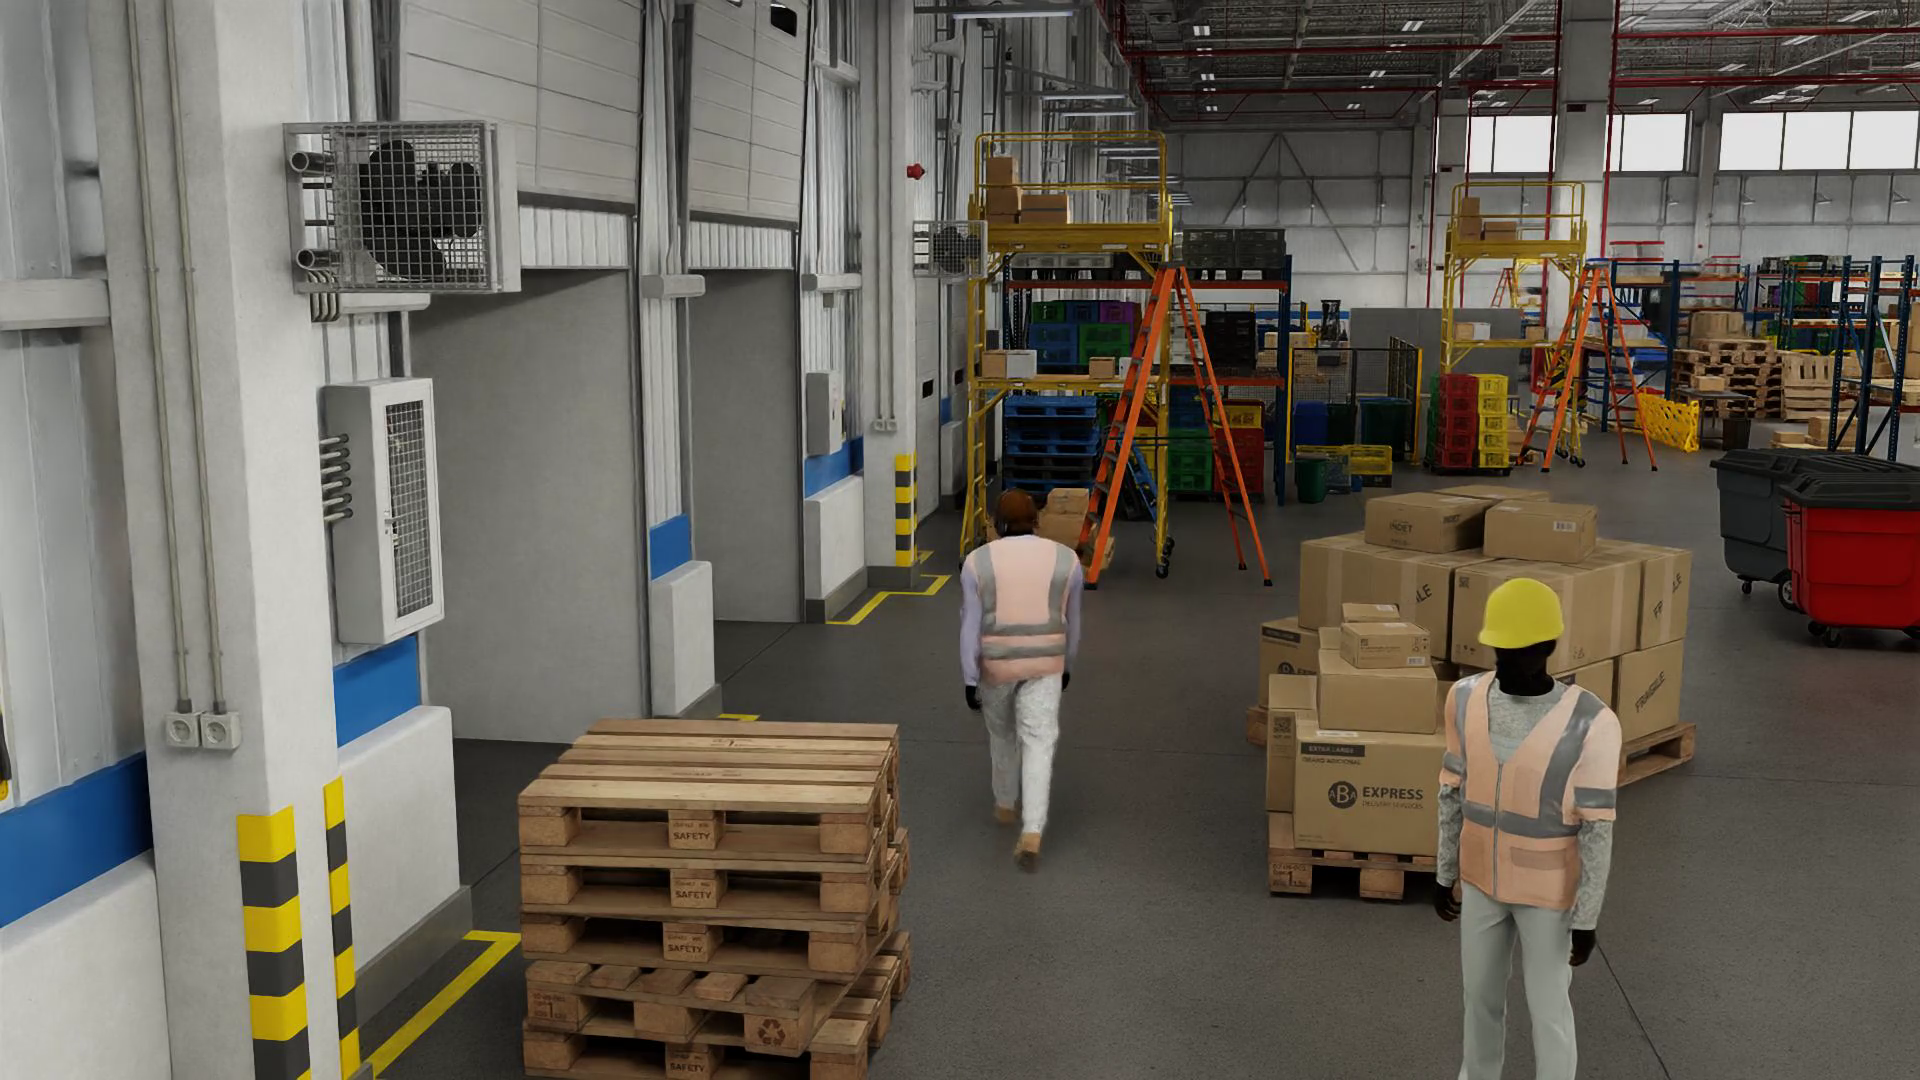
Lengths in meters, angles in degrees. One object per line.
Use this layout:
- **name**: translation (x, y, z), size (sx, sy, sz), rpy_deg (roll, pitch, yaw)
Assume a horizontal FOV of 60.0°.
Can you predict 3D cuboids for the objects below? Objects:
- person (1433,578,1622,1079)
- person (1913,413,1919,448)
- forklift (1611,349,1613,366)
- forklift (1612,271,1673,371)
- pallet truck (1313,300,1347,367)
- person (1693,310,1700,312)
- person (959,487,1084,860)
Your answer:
- **person**: translation (1.731, 1.060, 5.184), size (0.396, 1.921, 0.585), rpy_deg (-8, 12, -40)
- **person**: translation (15.563, -2.337, 26.706), size (0.320, 1.736, 0.487), rpy_deg (5, 11, 30)
- **forklift**: translation (15.190, -5.276, 41.307), size (1.873, 2.768, 1.129), rpy_deg (1, 9, 9)
- **forklift**: translation (19.589, -6.196, 46.982), size (1.873, 2.768, 1.129), rpy_deg (-3, 10, -19)
- **pallet truck**: translation (11.159, -6.200, 49.718), size (0.823, 1.965, 1.885), rpy_deg (4, 10, 26)
- **person**: translation (21.924, -6.023, 49.582), size (0.530, 1.689, 0.322), rpy_deg (-4, 10, -22)
- **person**: translation (0.305, 0.637, 8.210), size (0.612, 1.794, 0.971), rpy_deg (0, 9, -2)
